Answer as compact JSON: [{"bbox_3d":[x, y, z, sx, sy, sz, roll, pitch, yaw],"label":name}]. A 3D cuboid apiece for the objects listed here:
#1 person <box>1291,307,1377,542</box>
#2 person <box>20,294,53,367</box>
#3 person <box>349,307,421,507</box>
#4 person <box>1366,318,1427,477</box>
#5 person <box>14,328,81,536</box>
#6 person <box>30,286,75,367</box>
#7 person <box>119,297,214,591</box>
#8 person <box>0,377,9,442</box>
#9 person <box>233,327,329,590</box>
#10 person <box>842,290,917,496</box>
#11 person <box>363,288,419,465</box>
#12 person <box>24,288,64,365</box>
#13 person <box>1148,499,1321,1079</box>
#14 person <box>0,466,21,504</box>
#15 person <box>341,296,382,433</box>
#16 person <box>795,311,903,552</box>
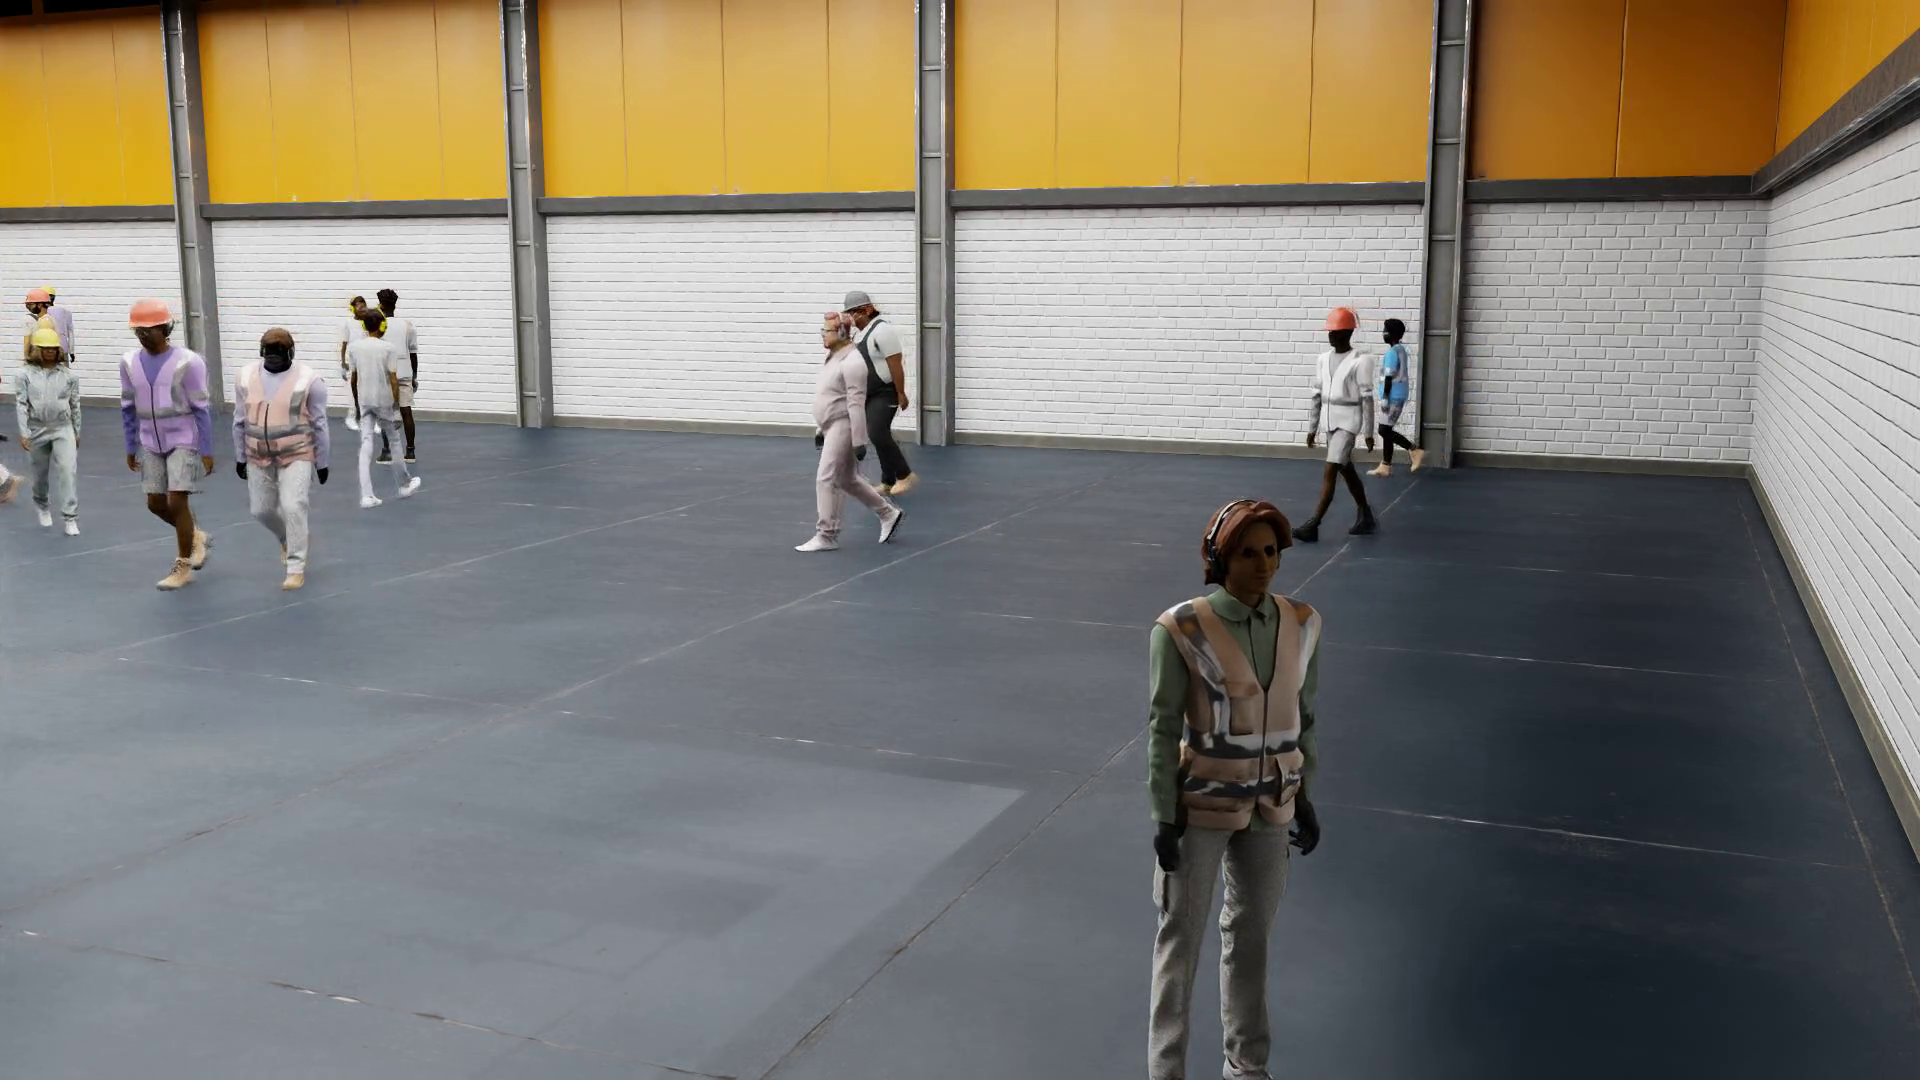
[{"bbox_3d":[3.080,-0.939,13.500,1.019,1.887,0.561,-6,11,-31],"label":"person"},{"bbox_3d":[-12.917,-2.544,23.351,0.326,1.843,0.515,4,10,25],"label":"person"},{"bbox_3d":[-5.414,-1.250,15.562,0.556,1.821,0.945,1,9,7],"label":"person"},{"bbox_3d":[4.578,-1.474,17.350,0.553,1.679,0.545,4,10,22],"label":"person"},{"bbox_3d":[-7.596,-0.918,13.891,0.477,1.714,0.824,-6,11,-31],"label":"person"},{"bbox_3d":[-13.601,-2.845,24.951,0.585,1.919,0.374,-8,12,-40],"label":"person"},{"bbox_3d":[-5.454,-0.677,11.530,0.657,2.016,0.681,1,9,8],"label":"person"},{"bbox_3d":[-12.300,-2.118,20.821,0.592,1.828,0.404,0,9,1],"label":"person"},{"bbox_3d":[-4.684,-0.585,11.591,0.644,1.810,0.664,0,9,0],"label":"person"},{"bbox_3d":[-0.848,-1.432,16.018,0.629,2.000,0.724,-4,10,-25],"label":"person"},{"bbox_3d":[-6.364,-1.827,18.638,0.607,1.966,0.366,-8,12,-39],"label":"person"},{"bbox_3d":[-11.439,-2.174,20.825,0.377,1.938,0.547,-4,10,-25],"label":"person"},{"bbox_3d":[0.702,0.705,4.280,0.515,1.641,0.314,-4,10,-24],"label":"person"},{"bbox_3d":[-9.164,-1.253,15.193,0.896,1.964,0.628,-3,10,-20],"label":"person"},{"bbox_3d":[-8.044,-2.362,22.310,0.951,1.833,0.533,7,12,37],"label":"person"},{"bbox_3d":[-0.870,-0.853,13.023,0.847,1.876,0.640,-3,10,-17],"label":"person"}]
